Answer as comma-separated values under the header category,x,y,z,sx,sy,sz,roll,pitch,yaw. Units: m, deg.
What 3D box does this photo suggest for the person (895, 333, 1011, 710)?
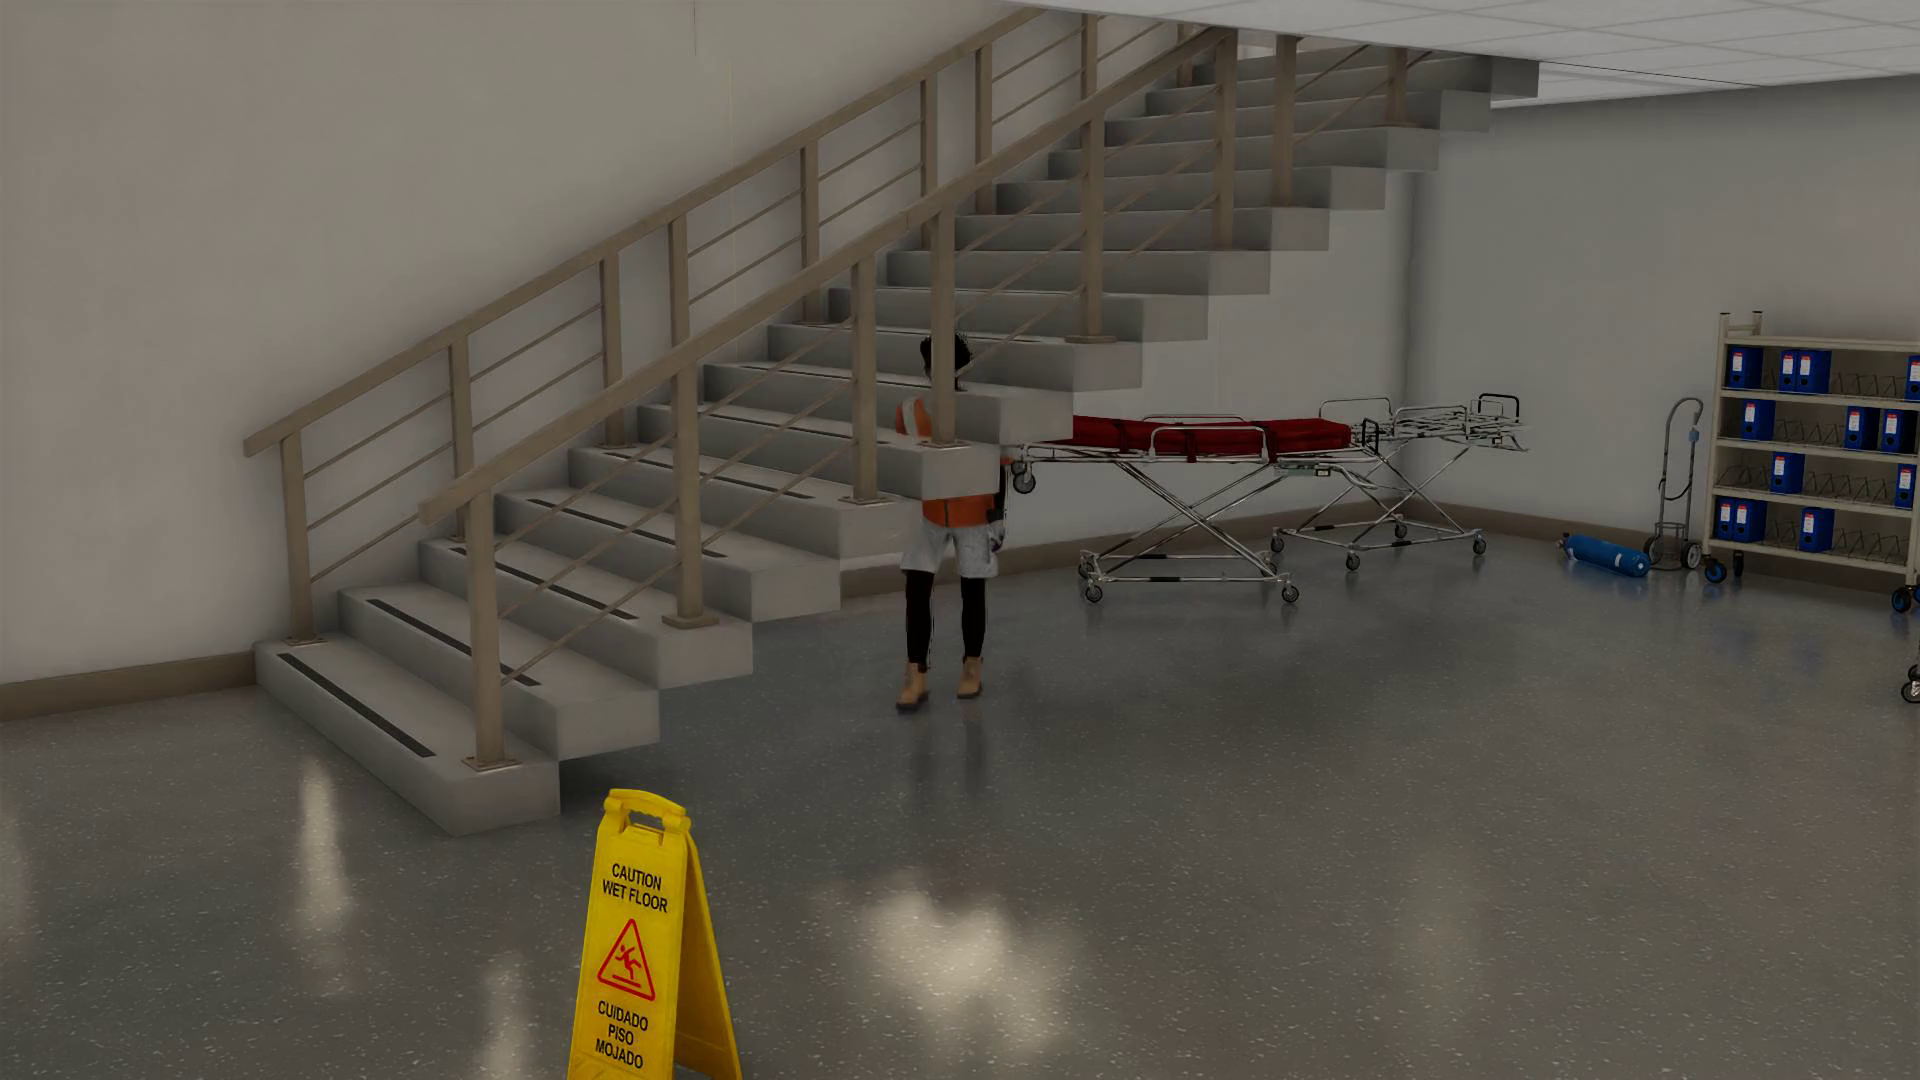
category,x,y,z,sx,sy,sz,roll,pitch,yaw
person,-0.050,-0.075,7.337,0.552,1.673,0.674,2,10,11
